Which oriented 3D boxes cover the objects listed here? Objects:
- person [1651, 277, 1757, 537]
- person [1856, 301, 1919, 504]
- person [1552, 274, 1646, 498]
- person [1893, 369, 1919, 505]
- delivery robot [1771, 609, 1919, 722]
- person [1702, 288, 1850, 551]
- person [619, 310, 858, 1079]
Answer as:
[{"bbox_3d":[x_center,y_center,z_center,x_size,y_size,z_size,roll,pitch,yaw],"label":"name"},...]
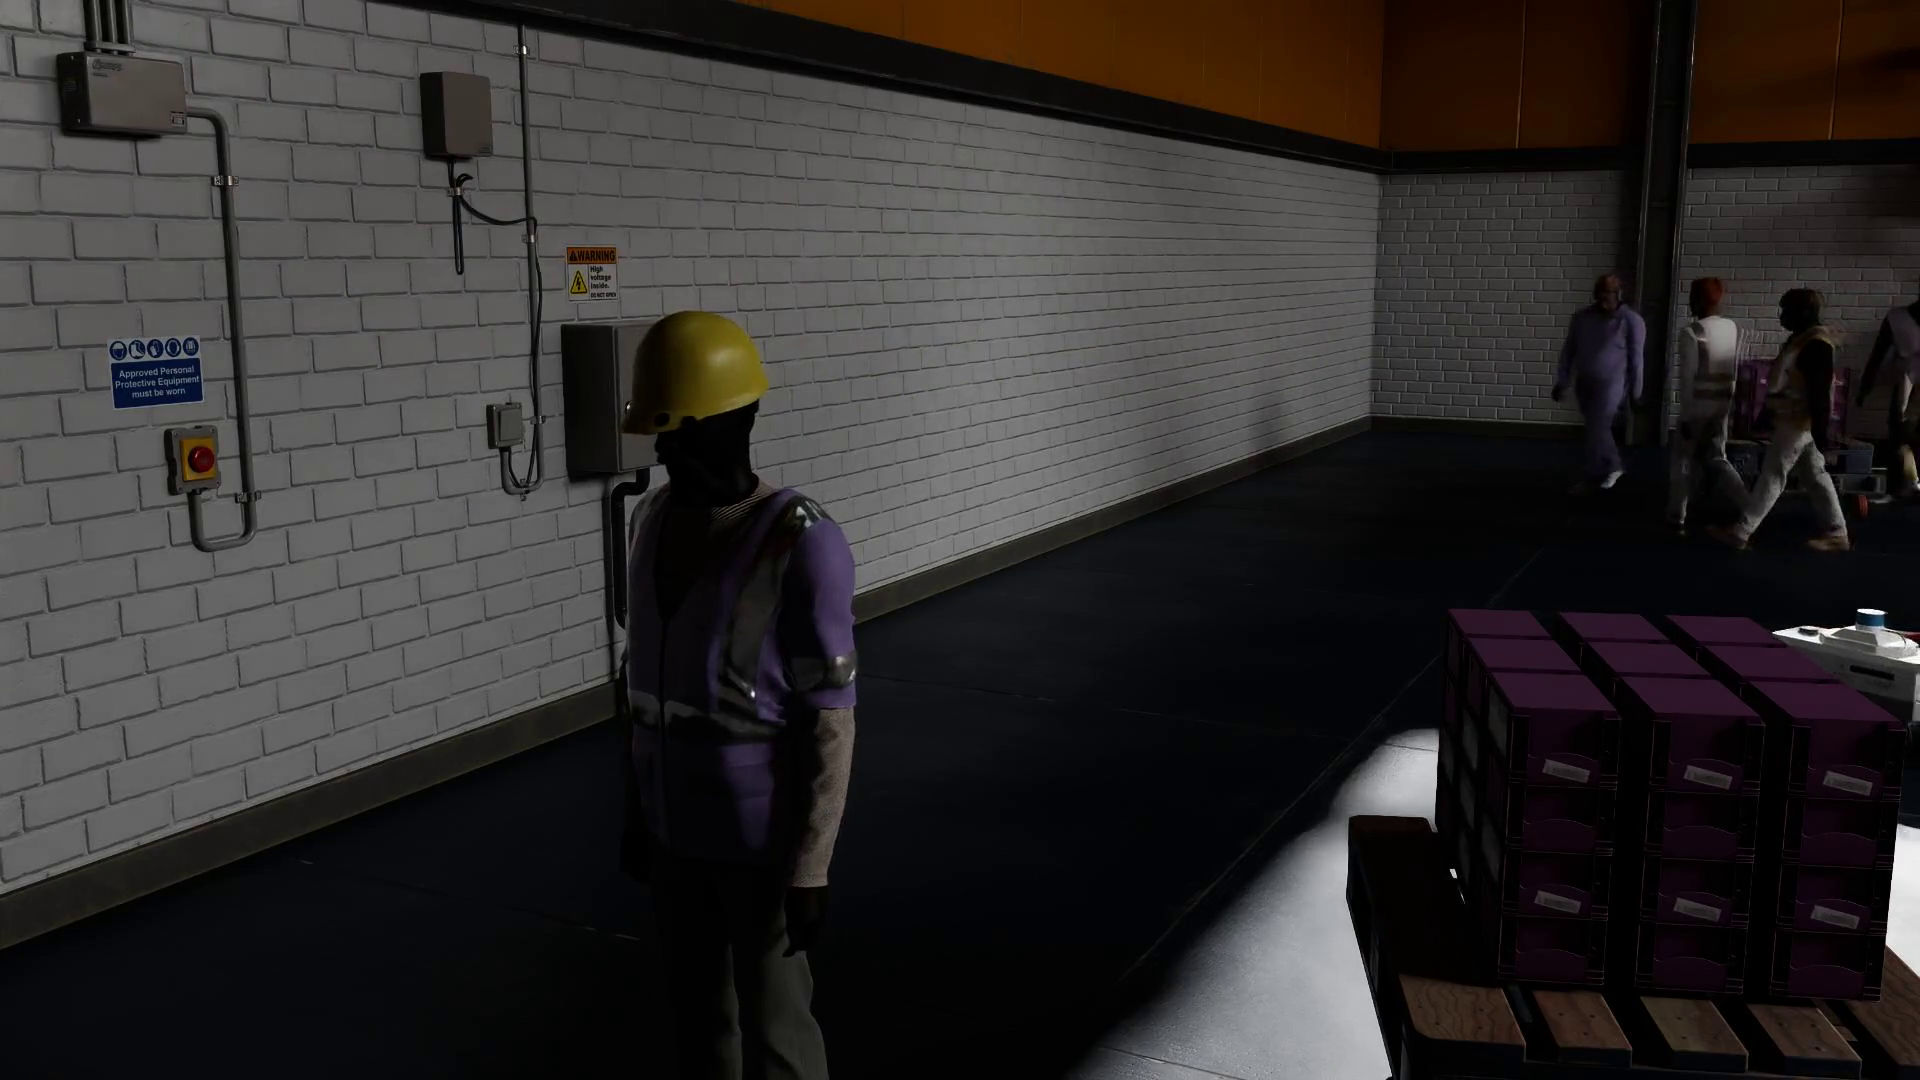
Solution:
[{"bbox_3d":[5.295,-0.917,11.720,0.574,1.861,0.778,-3,10,-19],"label":"person"},{"bbox_3d":[7.593,-1.200,13.265,0.743,1.899,0.408,5,11,28],"label":"person"},{"bbox_3d":[5.422,-1.307,14.009,0.984,1.863,0.650,-7,12,-37],"label":"person"},{"bbox_3d":[7.702,-1.070,13.301,0.503,1.618,0.366,0,10,-1],"label":"person"},{"bbox_3d":[3.730,0.528,6.845,0.477,0.478,0.707,-6,11,-30],"label":"delivery robot"},{"bbox_3d":[5.640,-0.796,11.282,0.934,1.790,0.630,4,10,20],"label":"person"},{"bbox_3d":[-0.454,0.530,3.157,0.585,1.920,0.374,8,13,39],"label":"person"}]
